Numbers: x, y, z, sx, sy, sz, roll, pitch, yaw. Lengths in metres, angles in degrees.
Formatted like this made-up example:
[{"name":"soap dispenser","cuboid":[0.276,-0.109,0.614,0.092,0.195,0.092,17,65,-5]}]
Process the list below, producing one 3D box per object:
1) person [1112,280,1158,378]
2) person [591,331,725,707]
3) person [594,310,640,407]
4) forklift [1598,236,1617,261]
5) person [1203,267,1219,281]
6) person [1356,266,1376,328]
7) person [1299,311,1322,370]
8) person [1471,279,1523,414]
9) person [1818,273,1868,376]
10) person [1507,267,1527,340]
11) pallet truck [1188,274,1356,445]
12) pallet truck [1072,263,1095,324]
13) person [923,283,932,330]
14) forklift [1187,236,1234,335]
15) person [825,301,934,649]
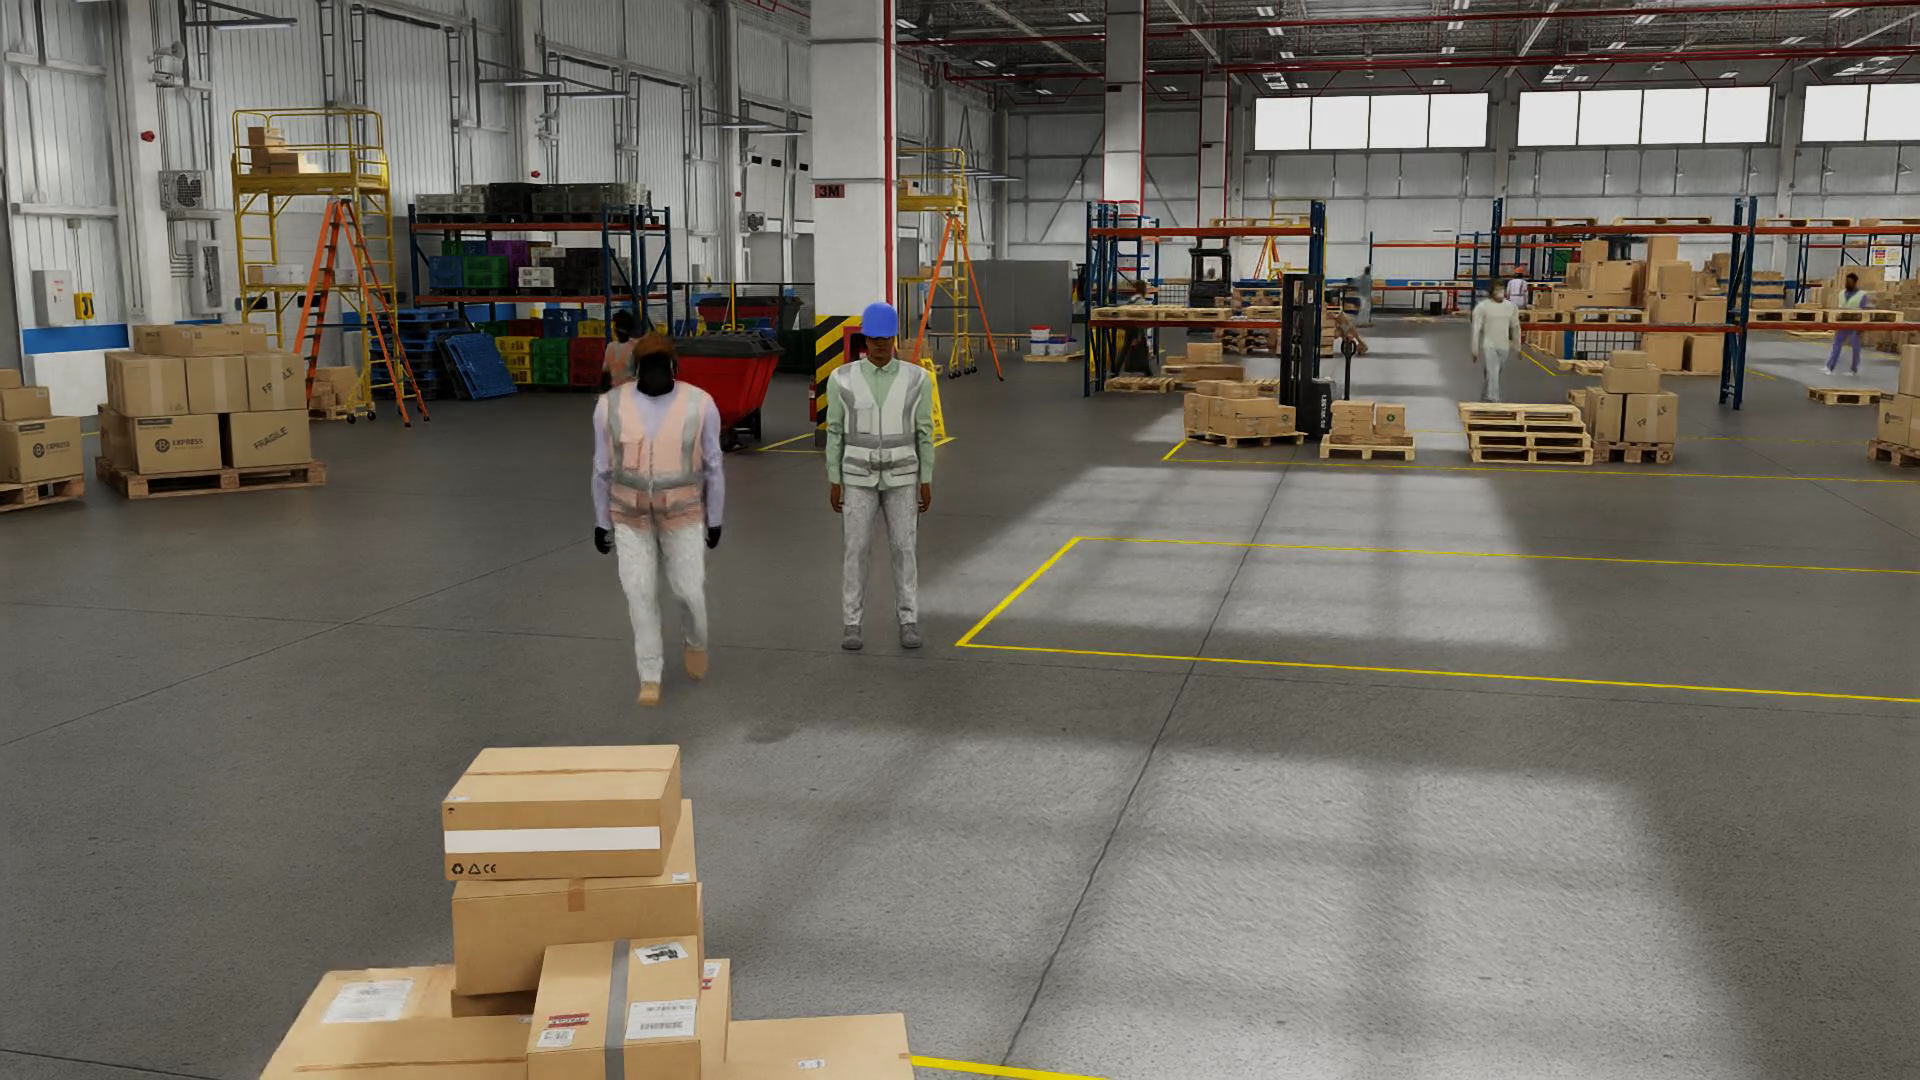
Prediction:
[{"name":"person","cuboid":[3.043,-3.636,29.051,0.994,1.795,0.515,-7,12,-36]},{"name":"person","cuboid":[-1.479,-0.114,8.173,0.640,1.827,0.494,-1,10,-3]},{"name":"person","cuboid":[-3.254,-1.427,16.371,0.710,1.669,0.582,-9,13,-43]},{"name":"forklift","cuboid":[20.025,-8.015,51.594,1.873,2.768,1.129,7,12,35]},{"name":"person","cuboid":[8.008,-7.790,53.234,0.595,1.872,0.519,-3,10,-19]},{"name":"person","cuboid":[12.614,-7.486,51.314,0.798,1.911,0.663,0,10,0]},{"name":"person","cuboid":[6.770,-4.122,32.048,0.486,1.738,0.320,-3,10,-20]},{"name":"person","cuboid":[7.257,-2.590,22.583,0.643,1.897,1.011,-2,10,-12]},{"name":"person","cuboid":[16.176,-3.914,30.387,0.938,1.873,0.619,-5,11,-26]},{"name":"person","cuboid":[14.800,-6.279,44.153,0.551,1.932,0.378,9,13,42]},{"name":"pallet truck","cuboid":[3.653,-2.138,19.590,1.885,1.965,0.823,-4,10,-20]},{"name":"pallet truck","cuboid":[4.325,-8.180,55.162,0.823,1.965,1.885,6,11,31]},{"name":"person","cuboid":[-0.865,-7.345,50.457,0.544,1.929,0.386,-7,12,-36]},{"name":"forklift","cuboid":[7.033,-7.119,46.318,1.129,2.768,1.873,3,10,16]},{"name":"person","cuboid":[-0.448,-0.345,9.222,0.602,1.939,0.417,-1,10,-4]}]
